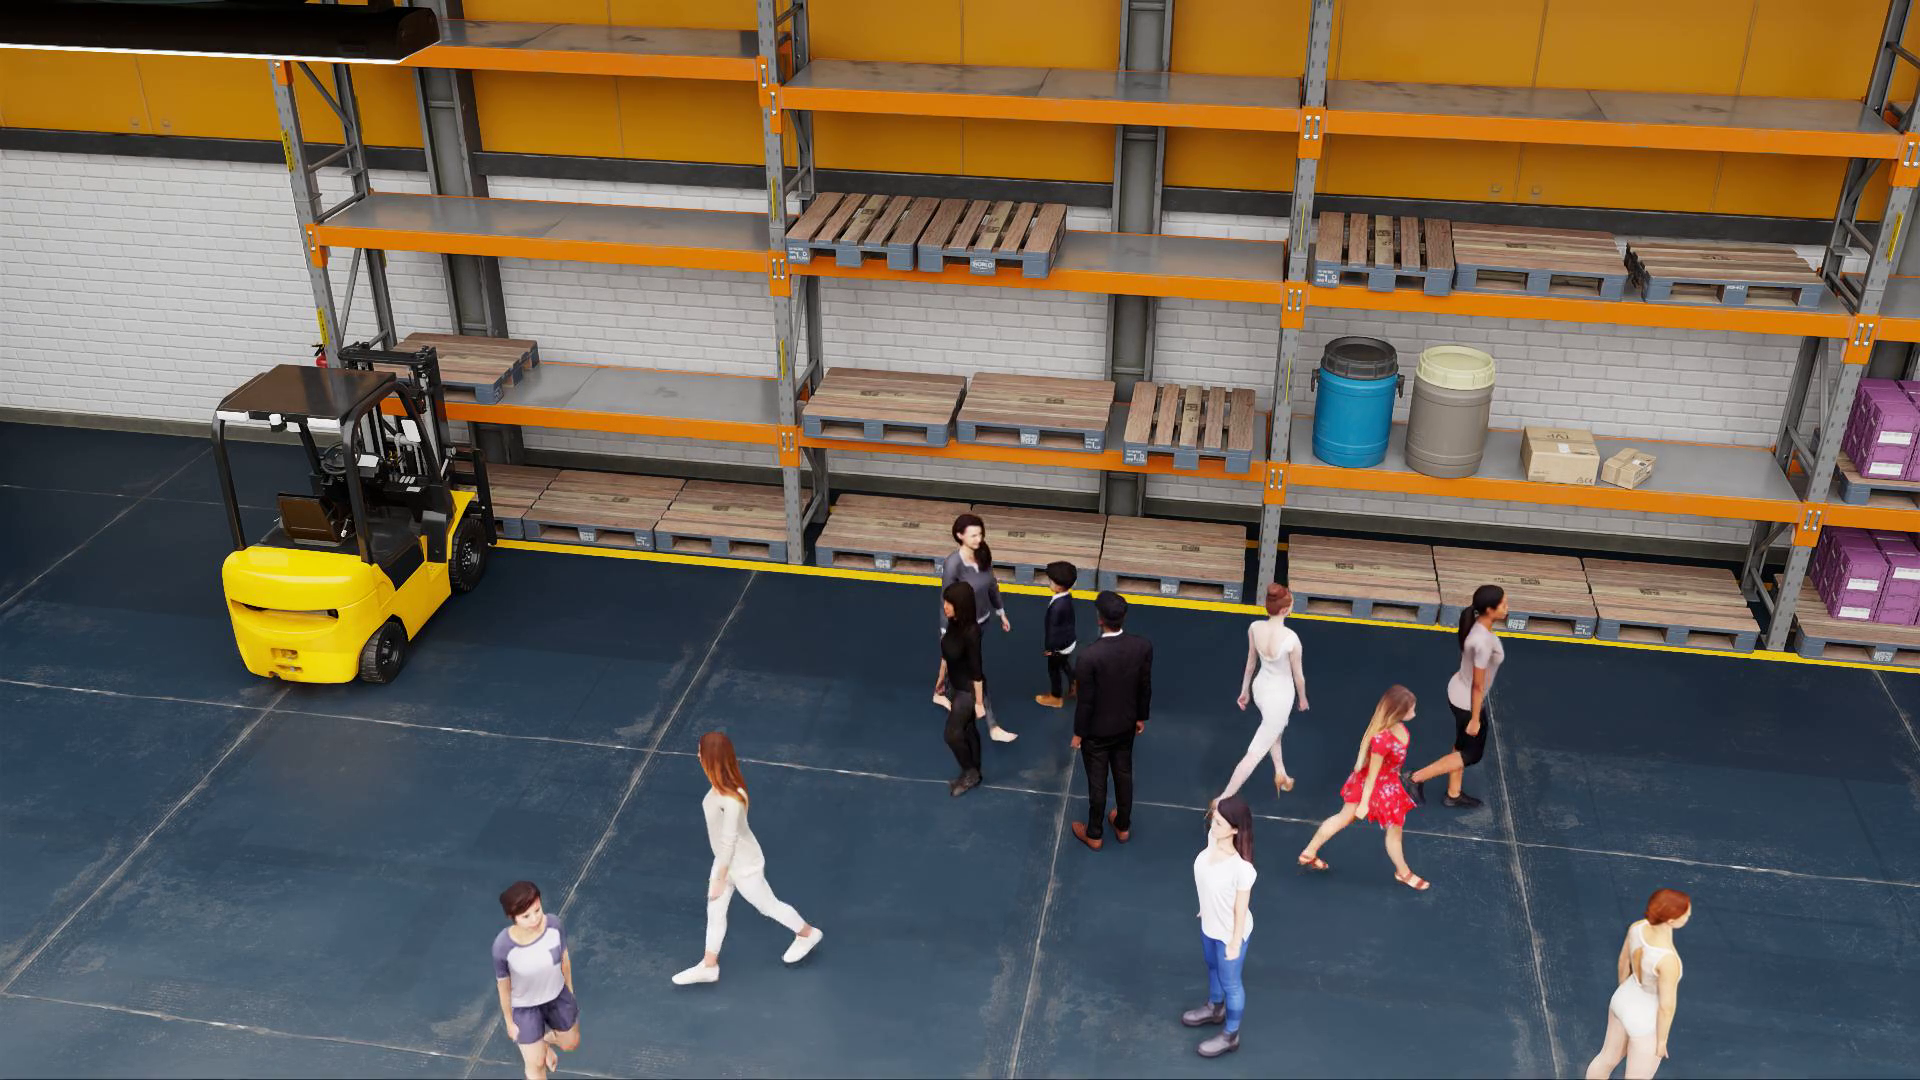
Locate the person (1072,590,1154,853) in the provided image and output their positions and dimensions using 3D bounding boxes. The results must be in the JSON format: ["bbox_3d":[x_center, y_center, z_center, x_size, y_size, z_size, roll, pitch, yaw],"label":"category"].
[{"bbox_3d":[0.959,1.165,10.663,0.712,1.882,0.831,-12,31,-21],"label":"person"}]

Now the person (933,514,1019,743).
[{"bbox_3d":[-0.008,0.578,11.908,1.177,1.721,0.952,20,34,32],"label":"person"}]

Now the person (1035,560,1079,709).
[{"bbox_3d":[0.785,0.709,12.196,0.635,1.216,0.545,10,30,17],"label":"person"}]

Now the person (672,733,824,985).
[{"bbox_3d":[-1.186,1.853,9.619,1.207,1.675,0.983,-11,31,-20],"label":"person"}]

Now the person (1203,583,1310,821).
[{"bbox_3d":[1.956,1.128,10.871,1.099,1.750,1.021,-18,34,-30],"label":"person"}]

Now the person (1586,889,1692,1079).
[{"bbox_3d":[3.492,2.449,8.559,0.586,1.643,0.613,-6,29,-10],"label":"person"}]

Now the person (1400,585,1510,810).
[{"bbox_3d":[3.279,1.065,10.999,0.811,1.737,0.611,4,29,8],"label":"person"}]

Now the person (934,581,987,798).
[{"bbox_3d":[0.105,0.986,11.256,0.734,1.630,0.705,-12,31,-21],"label":"person"}]

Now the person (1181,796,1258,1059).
[{"bbox_3d":[1.462,2.117,9.128,0.686,1.682,0.674,-10,30,-17],"label":"person"}]

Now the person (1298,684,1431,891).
[{"bbox_3d":[2.501,1.536,10.338,1.078,1.541,0.699,7,29,12],"label":"person"}]

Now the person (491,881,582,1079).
[{"bbox_3d":[-2.260,2.386,8.769,0.792,1.553,0.861,-21,35,-33],"label":"person"}]
